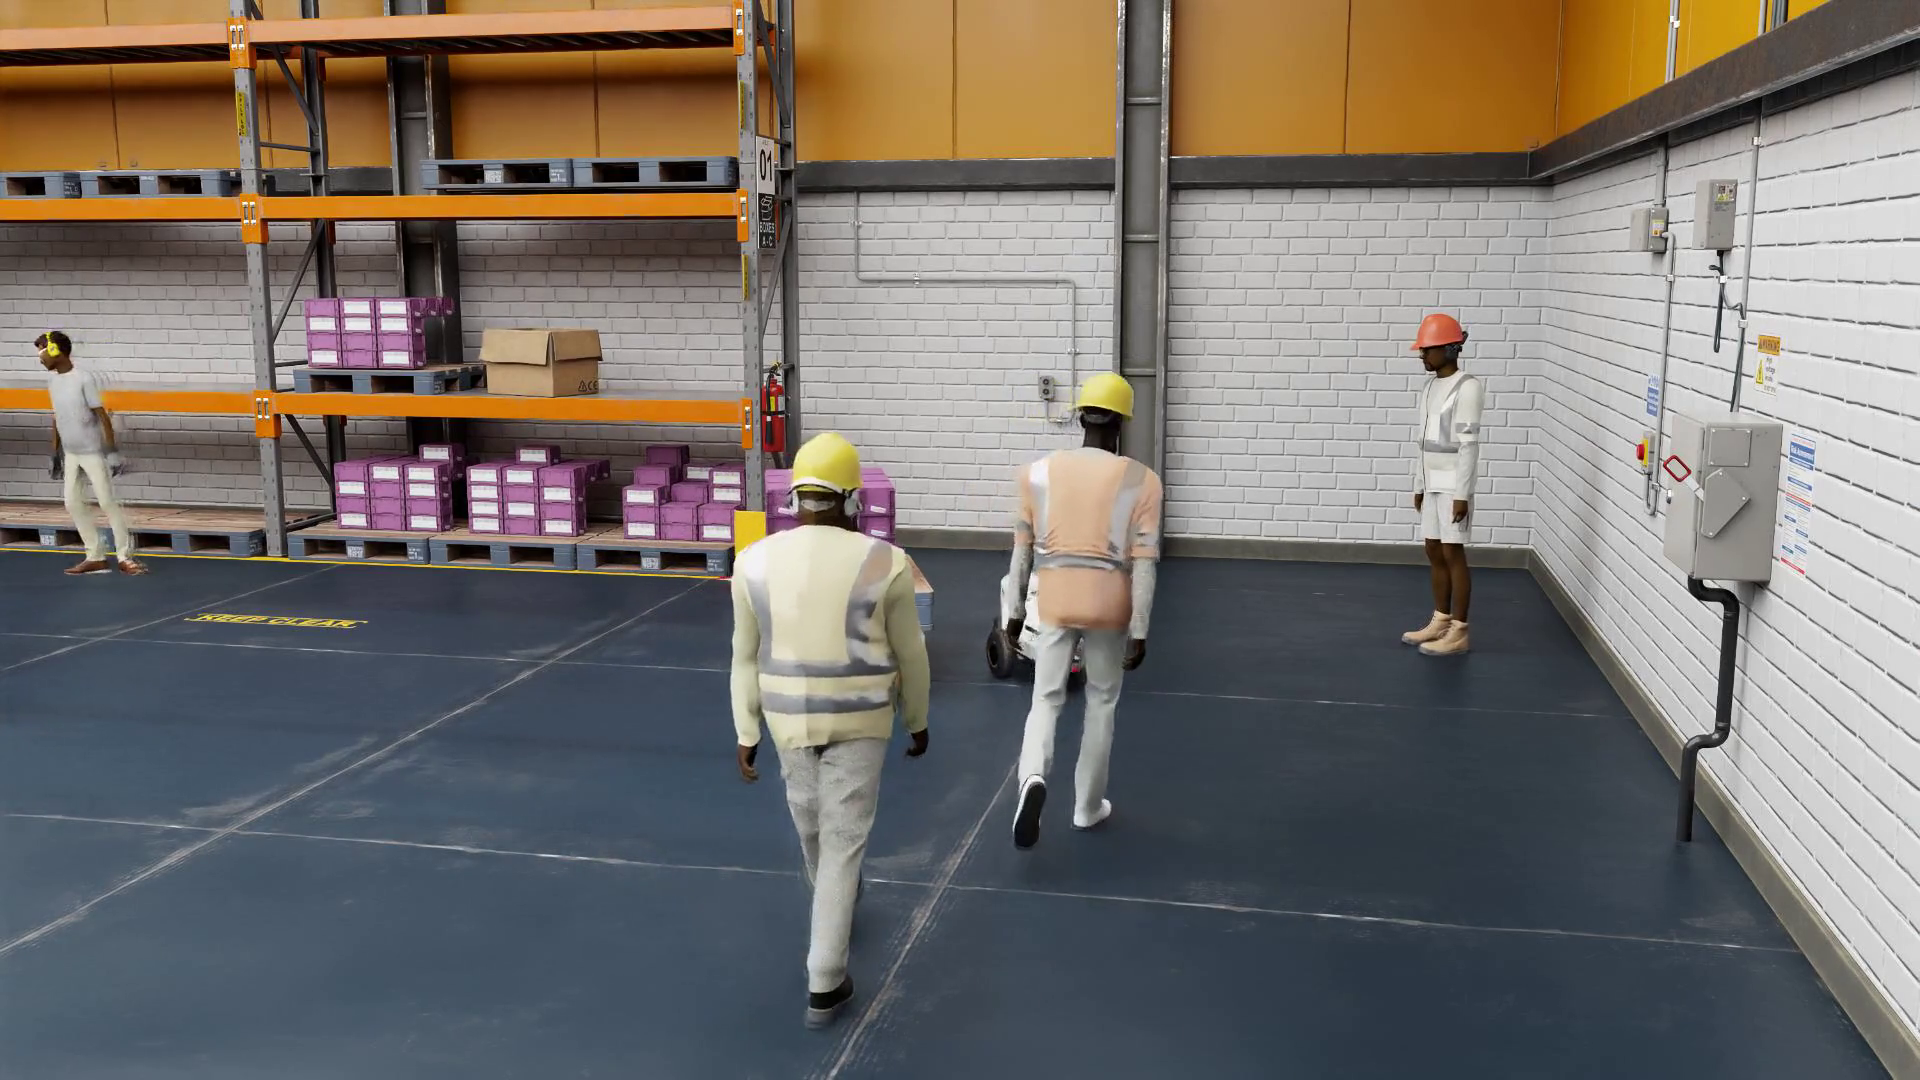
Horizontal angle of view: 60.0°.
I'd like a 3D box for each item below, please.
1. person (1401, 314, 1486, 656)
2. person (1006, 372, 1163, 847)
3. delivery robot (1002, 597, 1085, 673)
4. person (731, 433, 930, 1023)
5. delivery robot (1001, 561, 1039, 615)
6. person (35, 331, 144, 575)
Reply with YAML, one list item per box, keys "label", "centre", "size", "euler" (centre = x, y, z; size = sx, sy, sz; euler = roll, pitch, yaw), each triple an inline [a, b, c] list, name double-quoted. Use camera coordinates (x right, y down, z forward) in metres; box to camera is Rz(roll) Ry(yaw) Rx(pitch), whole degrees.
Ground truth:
- label: "person"
  centre: [2.868, -0.329, 9.946]
  size: [0.413, 2.029, 0.611]
  euler: [-2, 10, -11]
- label: "person"
  centre: [0.467, 0.294, 6.592]
  size: [0.639, 1.890, 0.749]
  euler: [3, 10, 18]
- label: "delivery robot"
  centre: [0.500, 0.487, 9.157]
  size: [0.477, 0.478, 0.707]
  euler: [-3, 10, -20]
- label: "person"
  centre: [-0.390, 0.548, 5.366]
  size: [0.600, 1.780, 0.950]
  euler: [2, 10, 14]
- label: "delivery robot"
  centre: [0.432, 0.367, 9.884]
  size: [0.477, 0.478, 0.707]
  euler: [0, 9, -3]
- label: "person"
  centre: [-6.452, -0.632, 12.353]
  size: [0.691, 1.829, 0.402]
  euler: [4, 10, 23]
